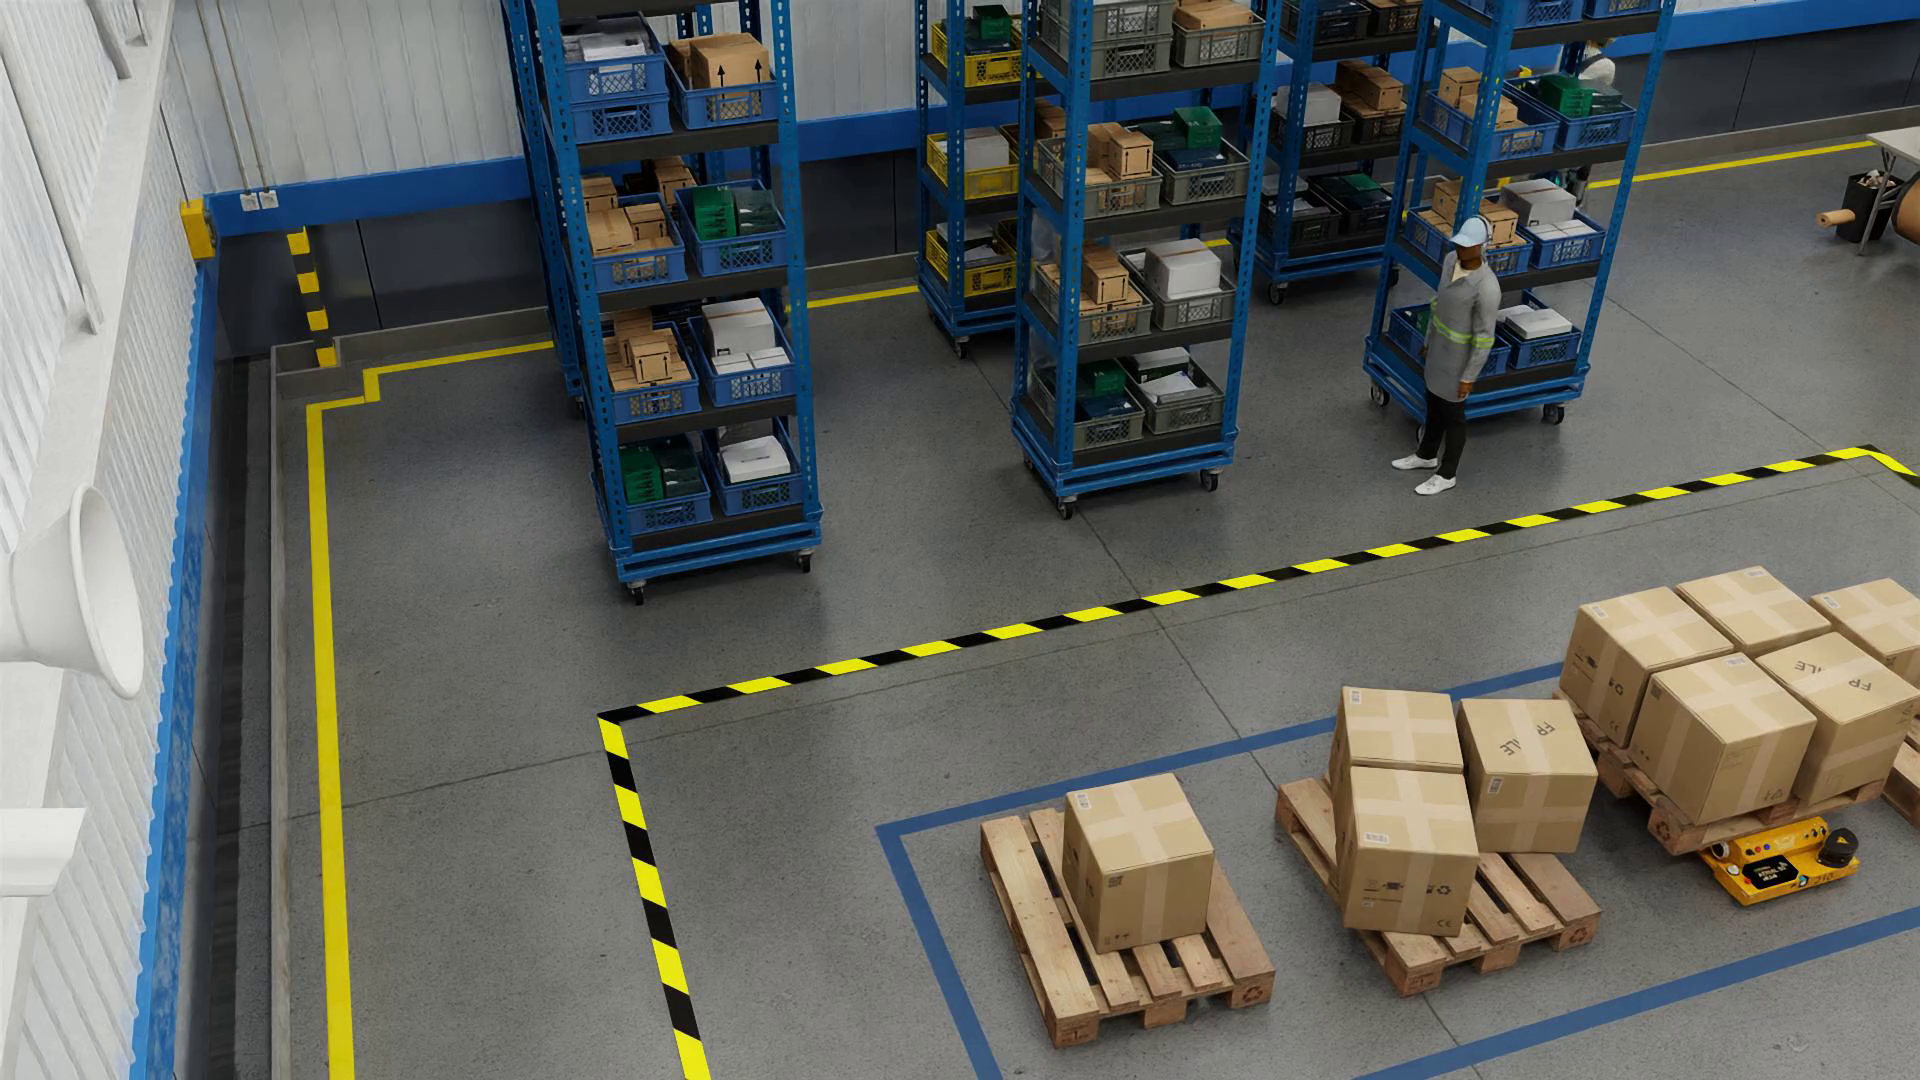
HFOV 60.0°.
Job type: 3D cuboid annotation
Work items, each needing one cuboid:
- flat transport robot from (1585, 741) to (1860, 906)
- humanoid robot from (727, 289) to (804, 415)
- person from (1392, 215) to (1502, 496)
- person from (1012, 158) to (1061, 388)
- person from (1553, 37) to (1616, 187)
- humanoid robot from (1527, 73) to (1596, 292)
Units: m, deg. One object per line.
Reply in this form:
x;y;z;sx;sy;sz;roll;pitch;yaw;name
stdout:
3.738;1.188;8.347;0.652;0.197;1.431;-11;37;-15;flat transport robot
-1.243;-1.399;10.837;0.660;1.638;0.589;-27;43;-33;humanoid robot
3.031;-1.144;10.302;0.362;1.852;0.596;-8;36;-11;person
0.644;-1.787;11.320;0.469;1.725;0.496;-10;36;-14;person
5.048;-3.415;13.565;0.889;1.800;0.538;-23;41;-29;person
4.688;-2.714;12.660;0.948;1.774;0.556;-17;39;-23;humanoid robot
